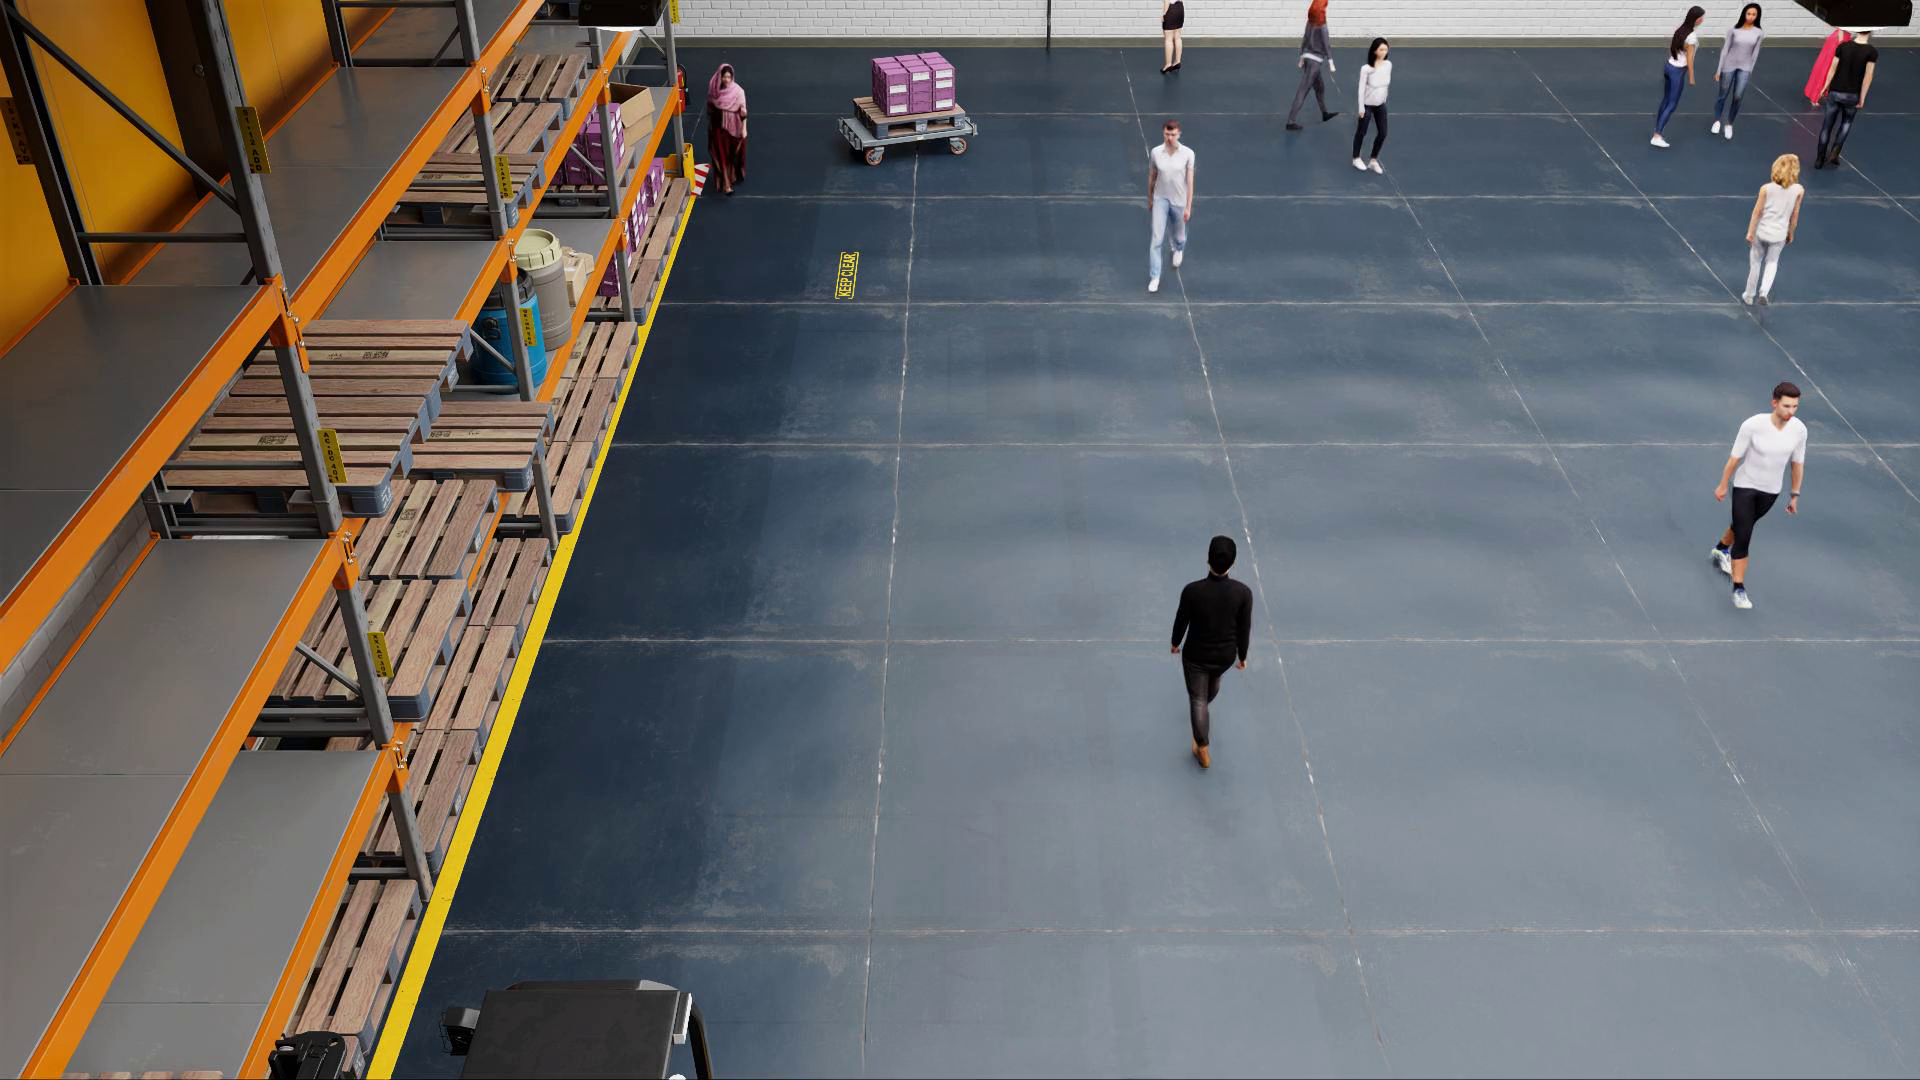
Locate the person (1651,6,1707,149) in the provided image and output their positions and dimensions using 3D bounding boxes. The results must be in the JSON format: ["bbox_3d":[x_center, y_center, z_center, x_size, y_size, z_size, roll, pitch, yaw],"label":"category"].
[{"bbox_3d":[9.253,-6.035,21.530,0.954,1.763,0.580,-7,34,-10],"label":"person"}]

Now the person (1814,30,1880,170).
[{"bbox_3d":[10.945,-5.511,20.634,0.819,1.882,0.846,19,38,27],"label":"person"}]

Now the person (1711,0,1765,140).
[{"bbox_3d":[10.150,-6.177,21.784,0.753,1.717,0.820,13,36,19],"label":"person"}]

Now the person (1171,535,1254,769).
[{"bbox_3d":[1.707,0.785,11.343,0.689,1.682,1.058,-2,34,-2],"label":"person"}]

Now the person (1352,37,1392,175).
[{"bbox_3d":[5.074,-5.437,20.703,0.772,1.683,0.823,-14,36,-20],"label":"person"}]

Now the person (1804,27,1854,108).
[{"bbox_3d":[11.882,-6.725,22.623,0.883,1.701,1.031,-19,38,-27],"label":"person"}]

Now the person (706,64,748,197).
[{"bbox_3d":[-2.821,-5.011,20.134,0.739,1.604,1.113,-1,34,-2],"label":"person"}]

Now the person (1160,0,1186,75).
[{"bbox_3d":[3.069,-7.548,23.910,0.685,1.648,0.625,28,43,36],"label":"person"}]

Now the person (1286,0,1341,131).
[{"bbox_3d":[4.545,-6.213,21.818,0.861,1.740,1.068,-9,35,-13],"label":"person"}]

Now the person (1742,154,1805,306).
[{"bbox_3d":[8.462,-3.182,17.330,0.716,1.661,0.812,9,35,14],"label":"person"}]

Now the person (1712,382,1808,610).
[{"bbox_3d":[6.237,-0.444,13.082,0.732,1.804,1.171,1,34,2],"label":"person"}]

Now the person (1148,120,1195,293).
[{"bbox_3d":[2.279,-3.642,17.881,0.808,1.817,1.208,6,34,10],"label":"person"}]
